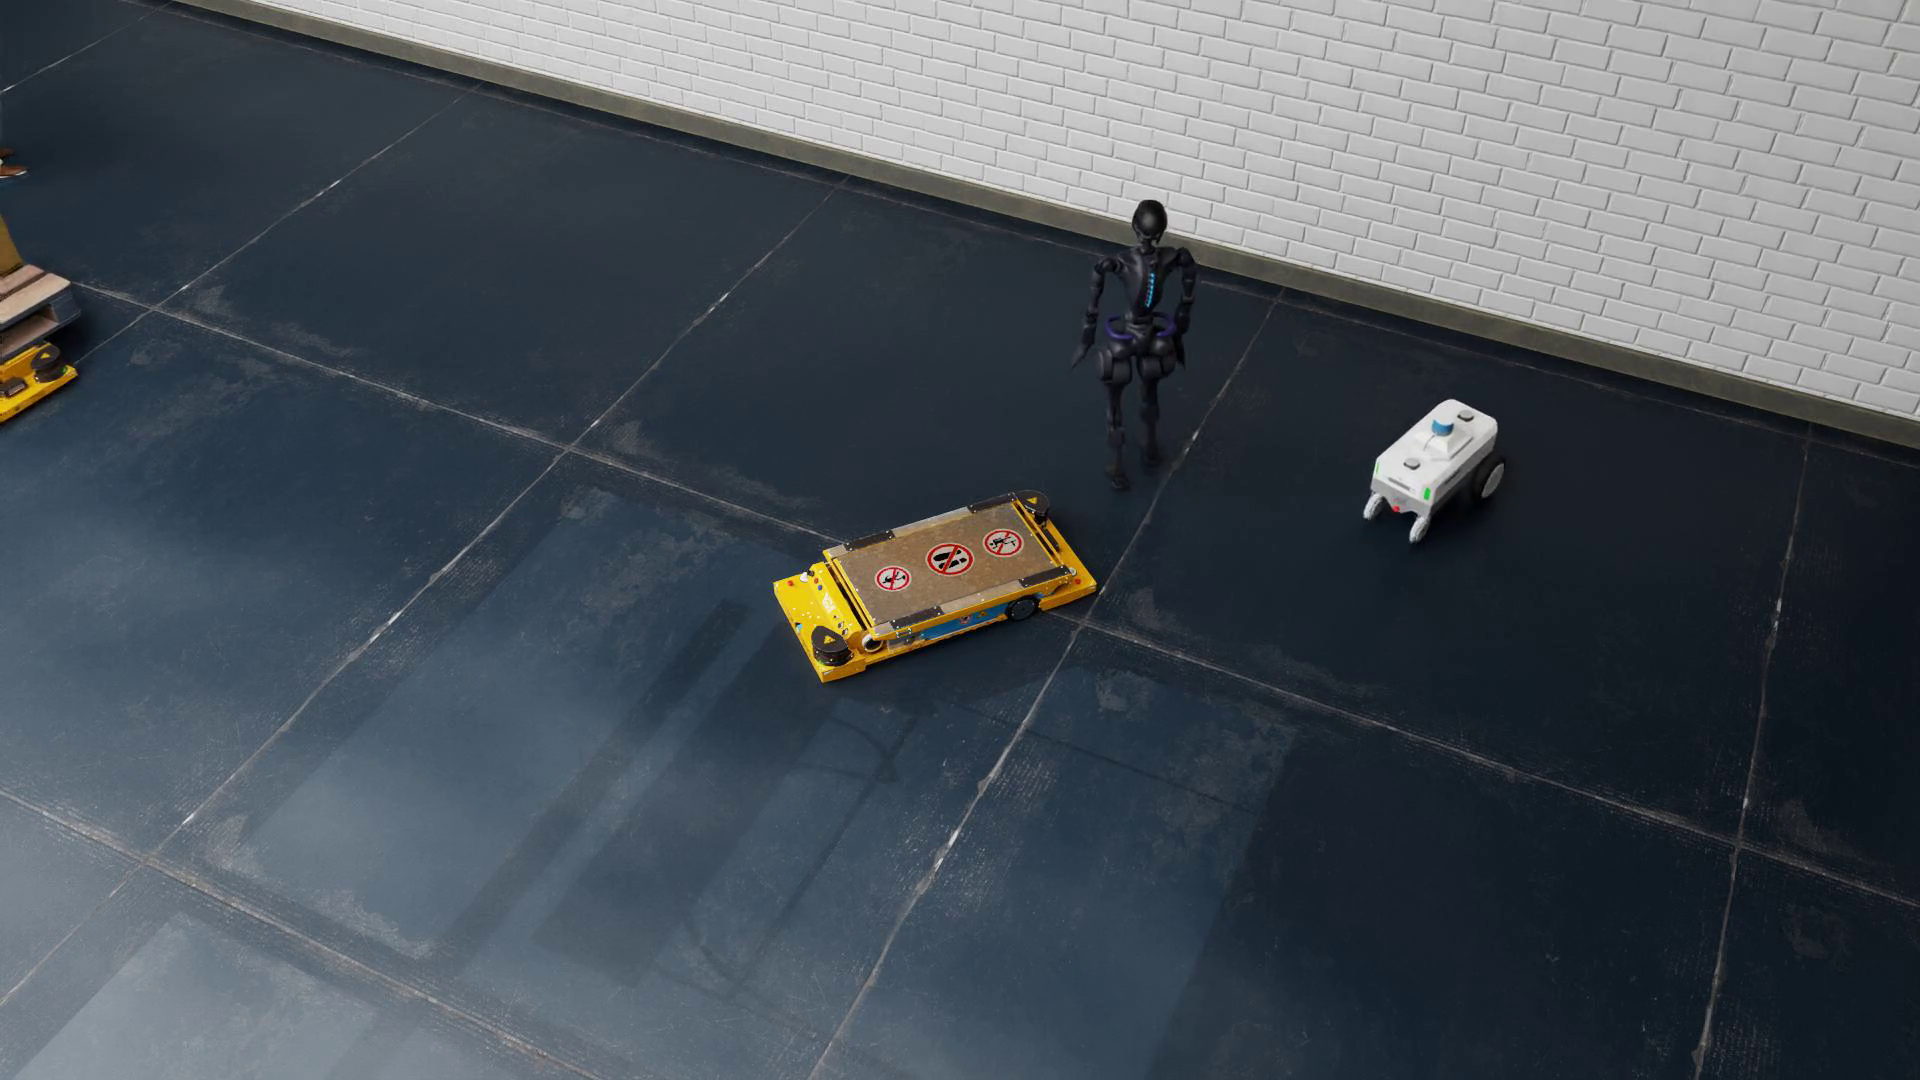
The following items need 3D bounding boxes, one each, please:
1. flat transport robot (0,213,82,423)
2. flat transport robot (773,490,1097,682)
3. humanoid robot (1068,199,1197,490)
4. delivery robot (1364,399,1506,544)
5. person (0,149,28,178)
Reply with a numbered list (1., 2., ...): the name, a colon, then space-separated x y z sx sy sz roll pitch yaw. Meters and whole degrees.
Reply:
1. flat transport robot: -5.741 -1.031 9.367 1.431 0.231 0.659 22 47 22
2. flat transport robot: -0.120 0.201 8.038 1.431 0.231 0.659 -17 46 -18
3. humanoid robot: 0.847 -0.980 8.275 0.601 1.656 0.395 -7 43 -8
4. delivery robot: 2.424 -0.392 8.482 0.499 0.613 0.807 32 52 30
5. person: -6.437 -3.094 10.588 0.286 1.632 0.499 -28 50 -27
